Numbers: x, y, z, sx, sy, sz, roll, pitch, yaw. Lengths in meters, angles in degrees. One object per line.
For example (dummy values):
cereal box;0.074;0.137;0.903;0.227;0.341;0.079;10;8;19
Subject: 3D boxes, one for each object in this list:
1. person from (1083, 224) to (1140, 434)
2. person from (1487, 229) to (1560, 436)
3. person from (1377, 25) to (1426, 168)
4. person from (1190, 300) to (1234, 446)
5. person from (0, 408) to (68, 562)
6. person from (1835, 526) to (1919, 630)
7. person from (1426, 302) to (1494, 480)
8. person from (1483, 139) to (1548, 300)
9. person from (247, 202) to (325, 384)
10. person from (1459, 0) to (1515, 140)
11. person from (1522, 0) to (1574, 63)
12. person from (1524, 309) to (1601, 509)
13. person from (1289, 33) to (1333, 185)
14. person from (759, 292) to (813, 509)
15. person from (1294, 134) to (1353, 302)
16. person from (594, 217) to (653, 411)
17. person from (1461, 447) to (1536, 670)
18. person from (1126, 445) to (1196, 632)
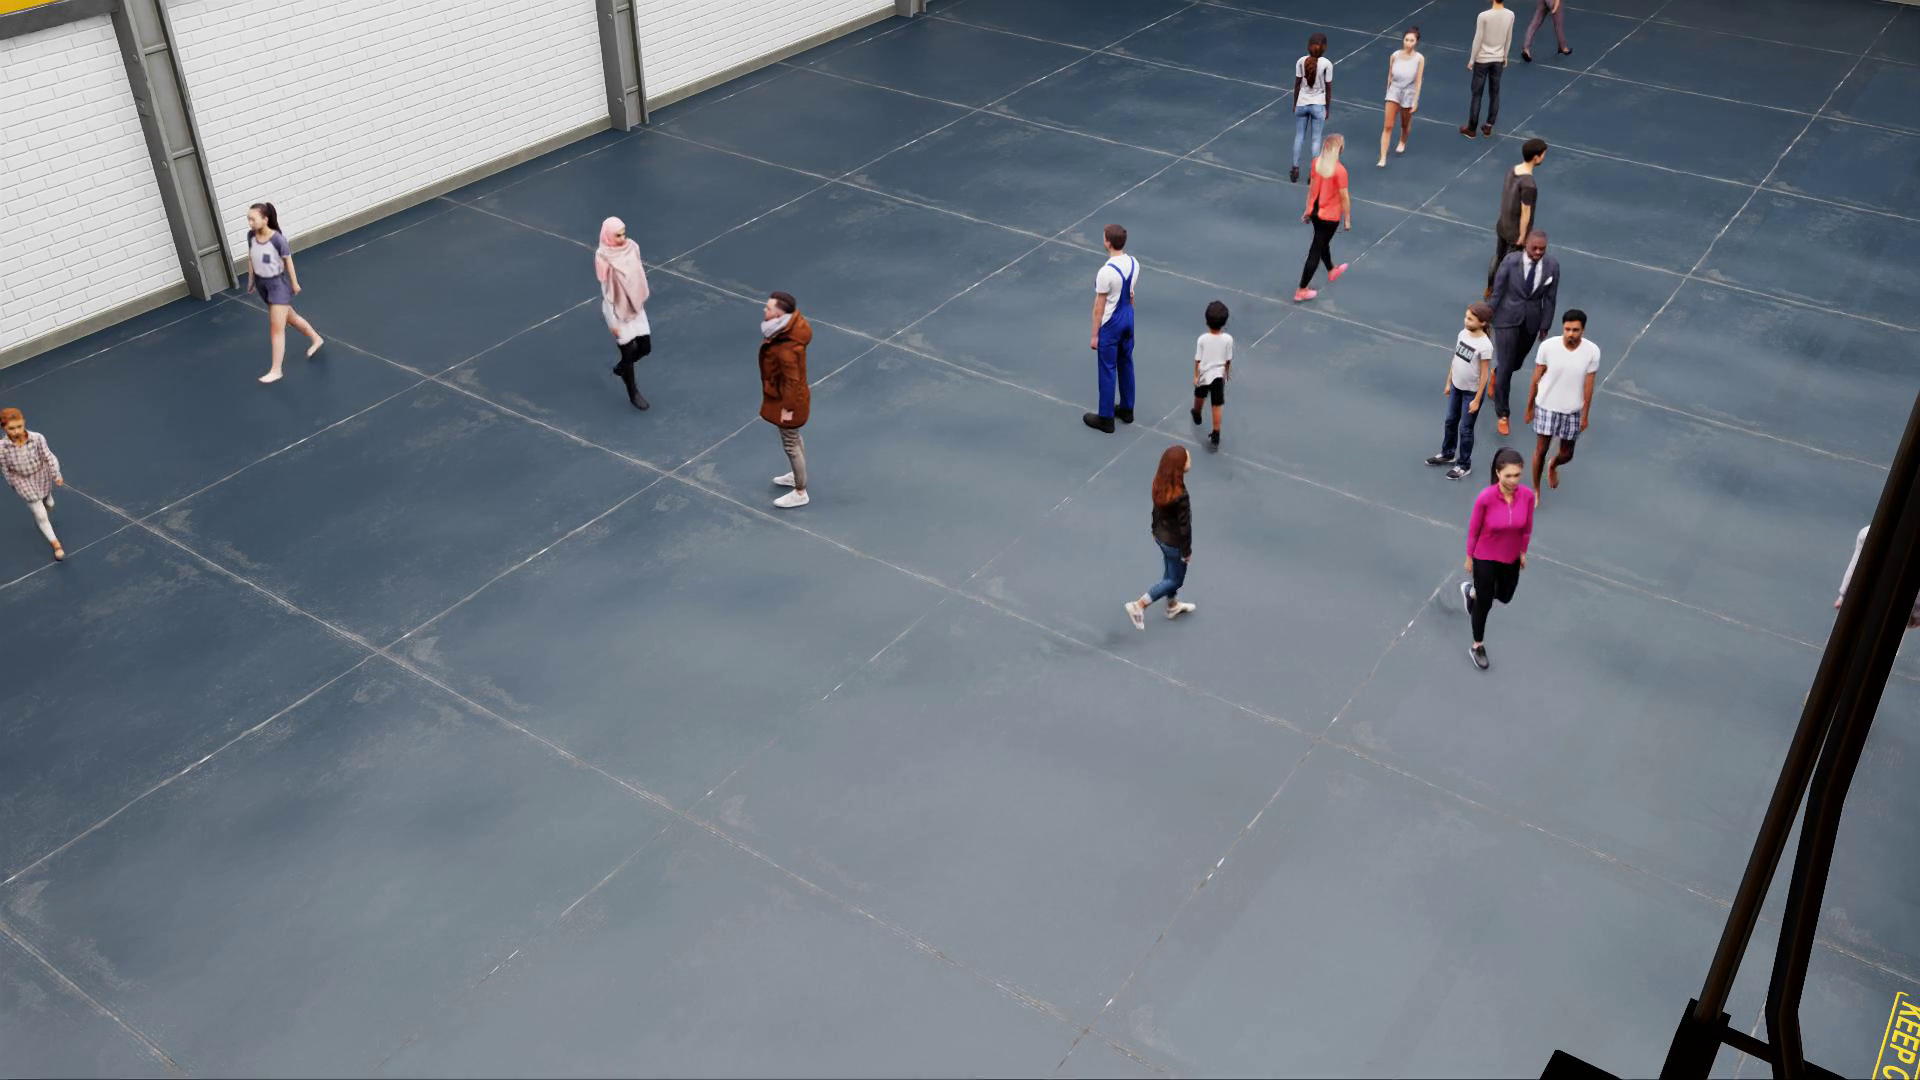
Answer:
person;1.334;-1.824;14.252;0.572;1.847;0.723;-26;42;-34
person;4.799;-1.876;14.390;1.100;1.781;1.271;3;34;5
person;5.263;-5.261;19.678;0.708;1.564;1.119;14;36;20
person;2.165;-1.391;14.157;0.822;1.231;0.935;-2;34;-4
person;-7.139;-0.487;12.761;0.948;1.270;0.794;-21;39;-28
person;6.008;0.433;10.863;0.715;1.839;0.602;14;36;21
person;4.161;-1.251;13.647;0.644;1.562;0.621;-15;36;-21
person;5.429;-3.111;16.311;0.754;1.711;0.699;-7;34;-10
person;-6.193;-2.316;15.209;0.607;1.606;1.047;19;38;27
person;6.446;-5.838;20.274;0.730;1.865;0.792;-6;34;-9
person;7.979;-7.313;22.702;1.120;1.633;0.956;-13;36;-19
person;4.779;-1.084;13.264;0.756;1.708;0.805;10;35;14
person;4.023;-4.952;19.074;0.619;1.719;0.566;15;37;22
person;-1.354;-1.130;13.215;0.903;1.838;0.828;-2;34;-3
person;3.521;-3.154;16.426;1.141;1.655;0.885;-20;38;-27
person;-3.006;-2.003;14.572;0.741;1.791;0.730;28;43;35
person;3.681;0.072;11.551;0.904;1.679;0.975;-5;34;-7
person;1.457;0.003;11.842;0.939;1.471;0.828;-12;36;-18
